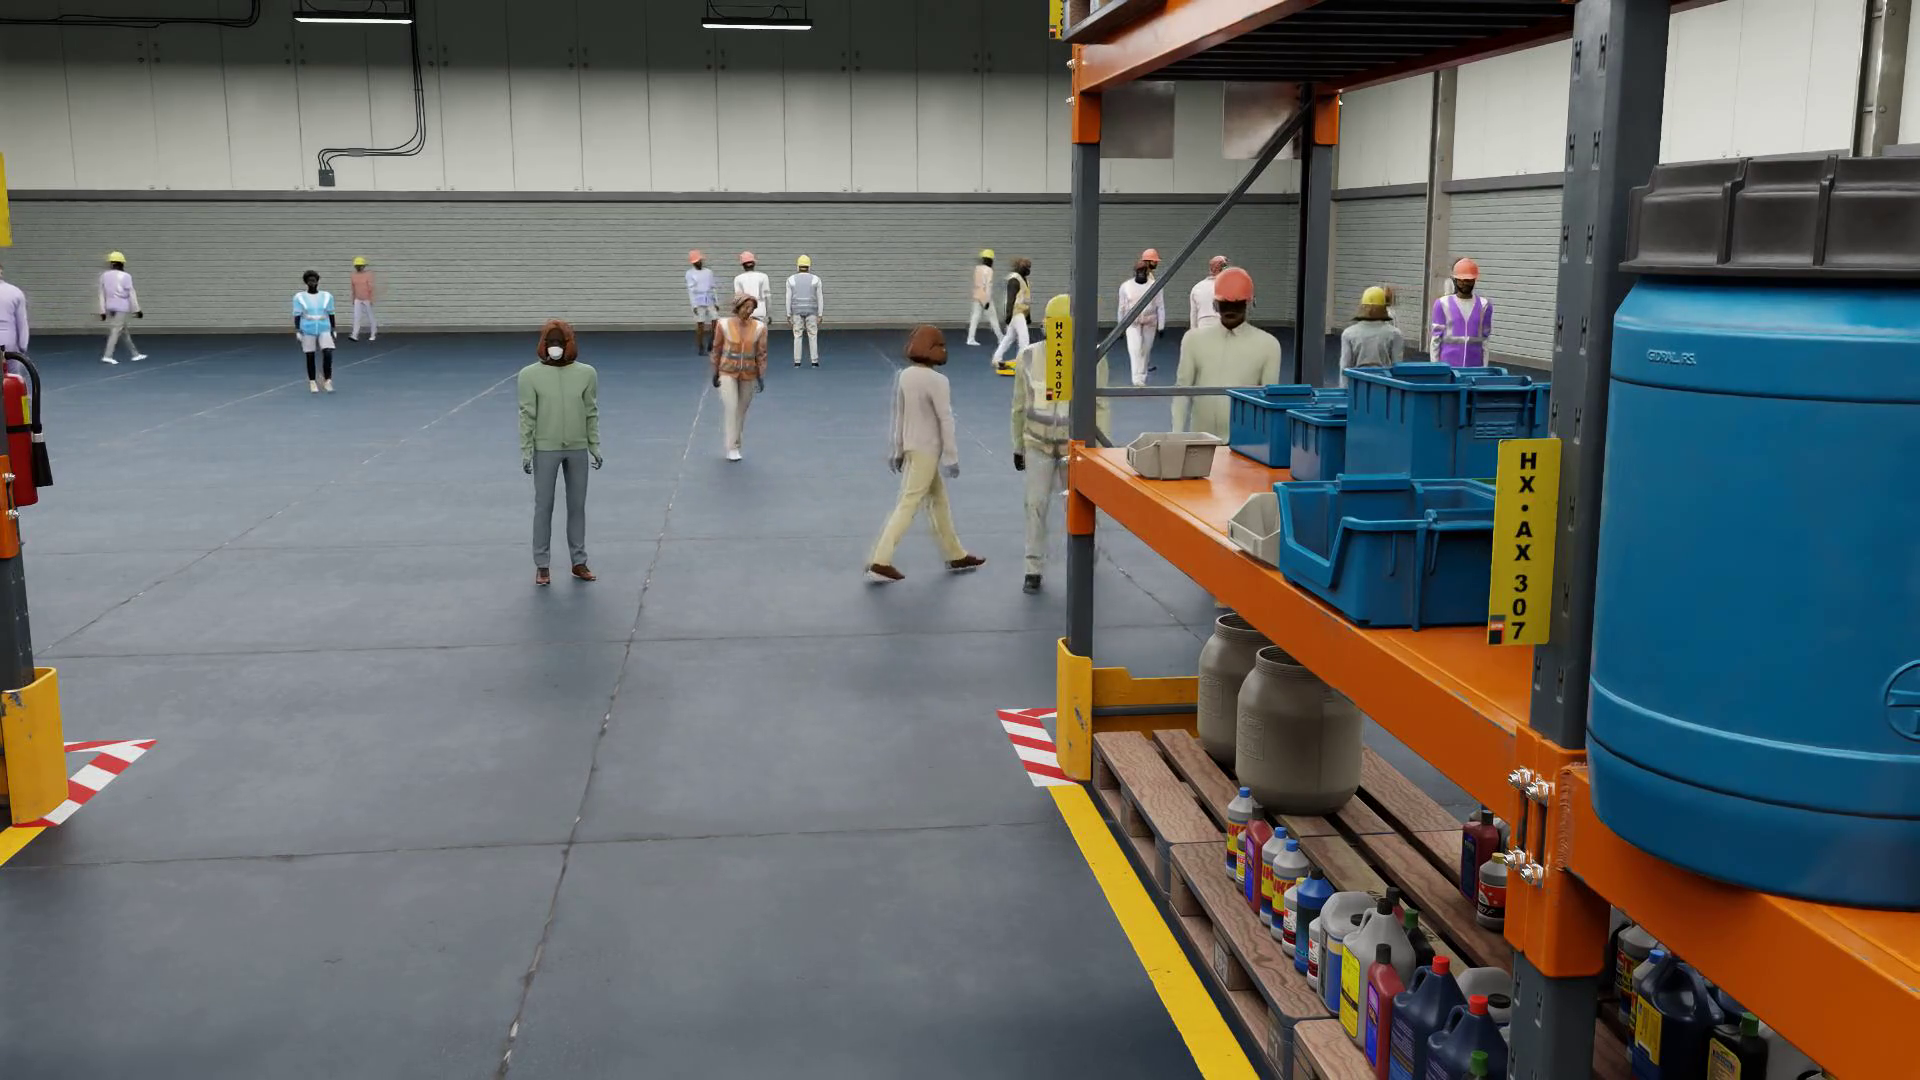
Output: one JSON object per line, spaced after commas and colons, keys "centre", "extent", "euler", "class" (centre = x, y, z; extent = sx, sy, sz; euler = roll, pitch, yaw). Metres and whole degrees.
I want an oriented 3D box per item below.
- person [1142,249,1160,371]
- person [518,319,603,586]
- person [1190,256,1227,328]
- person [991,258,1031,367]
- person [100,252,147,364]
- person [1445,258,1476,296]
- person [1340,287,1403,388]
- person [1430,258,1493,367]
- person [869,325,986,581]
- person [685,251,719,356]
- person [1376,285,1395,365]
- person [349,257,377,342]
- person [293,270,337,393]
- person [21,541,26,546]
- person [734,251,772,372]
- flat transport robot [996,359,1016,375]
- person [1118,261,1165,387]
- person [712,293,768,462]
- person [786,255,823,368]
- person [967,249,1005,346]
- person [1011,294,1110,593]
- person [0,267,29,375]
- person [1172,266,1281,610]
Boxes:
{"centre": [3.009, -3.672, 26.587], "extent": [0.379, 1.937, 0.548], "euler": [3, 11, 17], "class": "person"}
{"centre": [-2.453, -0.539, 10.247], "extent": [0.507, 1.631, 0.281], "euler": [-6, 12, -30], "class": "person"}
{"centre": [3.011, -2.356, 19.454], "extent": [0.638, 1.911, 0.402], "euler": [8, 13, 38], "class": "person"}
{"centre": [0.887, -3.678, 27.018], "extent": [0.851, 1.798, 0.647], "euler": [3, 11, 14], "class": "person"}
{"centre": [-14.216, -3.916, 28.119], "extent": [0.588, 1.881, 1.010], "euler": [4, 11, 20], "class": "person"}
{"centre": [7.788, -3.472, 25.871], "extent": [0.534, 1.791, 0.987], "euler": [-2, 10, -9], "class": "person"}
{"centre": [3.384, -1.209, 13.679], "extent": [0.496, 1.727, 0.552], "euler": [4, 11, 22], "class": "person"}
{"centre": [4.611, -1.615, 15.309], "extent": [0.551, 1.935, 0.375], "euler": [0, 10, 2], "class": "person"}
{"centre": [-0.218, -0.546, 10.401], "extent": [0.881, 1.587, 0.513], "euler": [-6, 12, -29], "class": "person"}
{"centre": [-4.627, -4.242, 29.893], "extent": [0.661, 1.894, 0.392], "euler": [-8, 13, -38], "class": "person"}
{"centre": [4.357, -1.890, 17.684], "extent": [0.758, 1.606, 0.541], "euler": [2, 10, 10], "class": "person"}
{"centre": [-12.183, -4.897, 33.910], "extent": [0.544, 1.705, 0.953], "euler": [1, 10, 6], "class": "person"}
{"centre": [-8.756, -2.819, 22.632], "extent": [0.568, 1.669, 0.709], "euler": [-5, 12, -28], "class": "person"}
{"centre": [-6.582, -0.714, 11.213], "extent": [0.529, 1.618, 0.403], "euler": [5, 12, 28], "class": "person"}
{"centre": [-3.237, -3.543, 25.971], "extent": [0.576, 1.910, 0.767], "euler": [0, 10, -1], "class": "person"}
{"centre": [1.322, -2.665, 25.635], "extent": [1.431, 0.197, 0.652], "euler": [2, 11, 12], "class": "flat transport robot"}
{"centre": [2.529, -2.973, 23.164], "extent": [0.639, 1.797, 0.945], "euler": [0, 10, 0], "class": "person"}
{"centre": [-2.086, -1.545, 15.850], "extent": [0.513, 1.589, 0.714], "euler": [-4, 11, -20], "class": "person"}
{"centre": [-2.525, -3.702, 27.040], "extent": [0.603, 1.830, 0.404], "euler": [-1, 10, -4], "class": "person"}
{"centre": [0.548, -4.756, 32.702], "extent": [0.976, 1.875, 0.597], "euler": [-6, 12, -32], "class": "person"}
{"centre": [0.618, -0.605, 10.170], "extent": [0.623, 1.801, 0.694], "euler": [2, 10, 10], "class": "person"}
{"centre": [-10.915, -2.220, 18.798], "extent": [0.647, 1.880, 0.740], "euler": [-8, 13, -37], "class": "person"}
{"centre": [1.568, -0.623, 9.785], "extent": [0.622, 1.964, 0.792], "euler": [4, 11, 22], "class": "person"}
